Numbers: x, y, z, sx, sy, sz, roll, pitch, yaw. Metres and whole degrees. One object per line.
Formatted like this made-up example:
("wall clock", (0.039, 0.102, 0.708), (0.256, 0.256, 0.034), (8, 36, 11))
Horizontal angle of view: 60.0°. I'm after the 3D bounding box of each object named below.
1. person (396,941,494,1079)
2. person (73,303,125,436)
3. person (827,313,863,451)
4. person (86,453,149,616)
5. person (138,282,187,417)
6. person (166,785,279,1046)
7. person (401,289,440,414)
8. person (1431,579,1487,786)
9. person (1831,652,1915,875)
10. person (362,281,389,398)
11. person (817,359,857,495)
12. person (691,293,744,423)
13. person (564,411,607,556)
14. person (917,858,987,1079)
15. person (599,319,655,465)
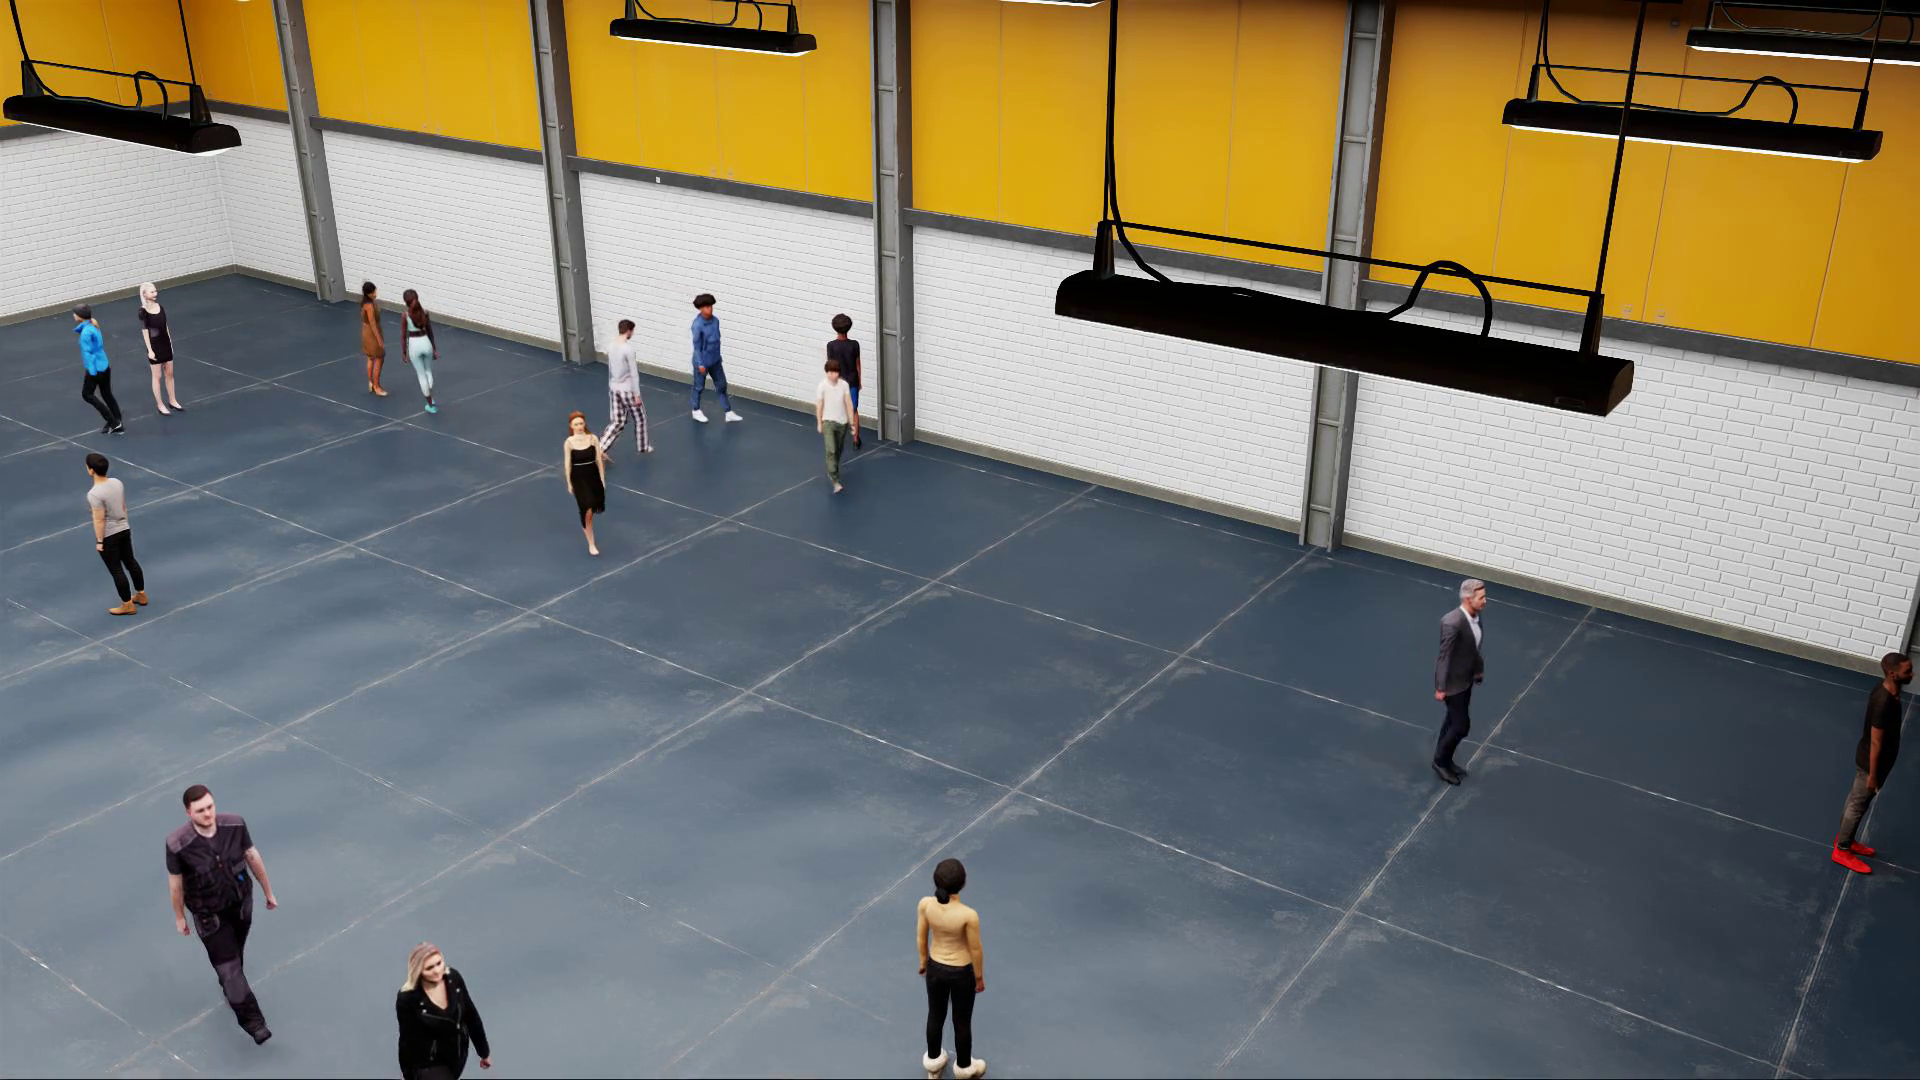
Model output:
("person", (-3.119, 3.064, 9.853), (1.119, 1.636, 0.646), (17, 29, 33))
("person", (-11.187, -2.220, 21.758), (0.796, 1.783, 0.748), (-1, 24, -3))
("person", (-1.477, -2.023, 21.293), (0.690, 1.793, 0.750), (-4, 24, -9))
("person", (-8.623, -0.076, 16.928), (0.650, 1.722, 0.673), (5, 24, 12))
("person", (-10.882, -2.602, 22.569), (0.574, 1.832, 0.621), (8, 25, 17))
("person", (-4.969, 2.421, 11.113), (1.161, 1.805, 0.827), (19, 30, 37))
("person", (-7.290, -2.541, 22.583), (0.687, 1.709, 0.709), (-17, 29, -34))
("person", (4.123, 1.147, 13.999), (0.635, 1.828, 0.770), (18, 29, 35))
("person", (7.031, 1.678, 12.811), (0.532, 1.806, 0.650), (14, 27, 29))
("person", (-8.252, -2.829, 23.303), (0.847, 1.661, 0.716), (-14, 27, -28))
("person", (-1.526, -1.417, 20.129), (0.974, 1.615, 1.141), (-9, 25, -19))
("person", (-3.445, -2.427, 22.234), (1.005, 1.779, 0.707), (17, 29, 34))
("person", (-4.157, -0.666, 18.427), (0.819, 1.603, 0.983), (-12, 26, -25))
("person", (-0.063, 2.738, 10.569), (0.539, 1.659, 0.704), (10, 25, 21))
("person", (-4.277, -1.814, 20.814), (1.069, 1.794, 0.788), (14, 27, 30))
